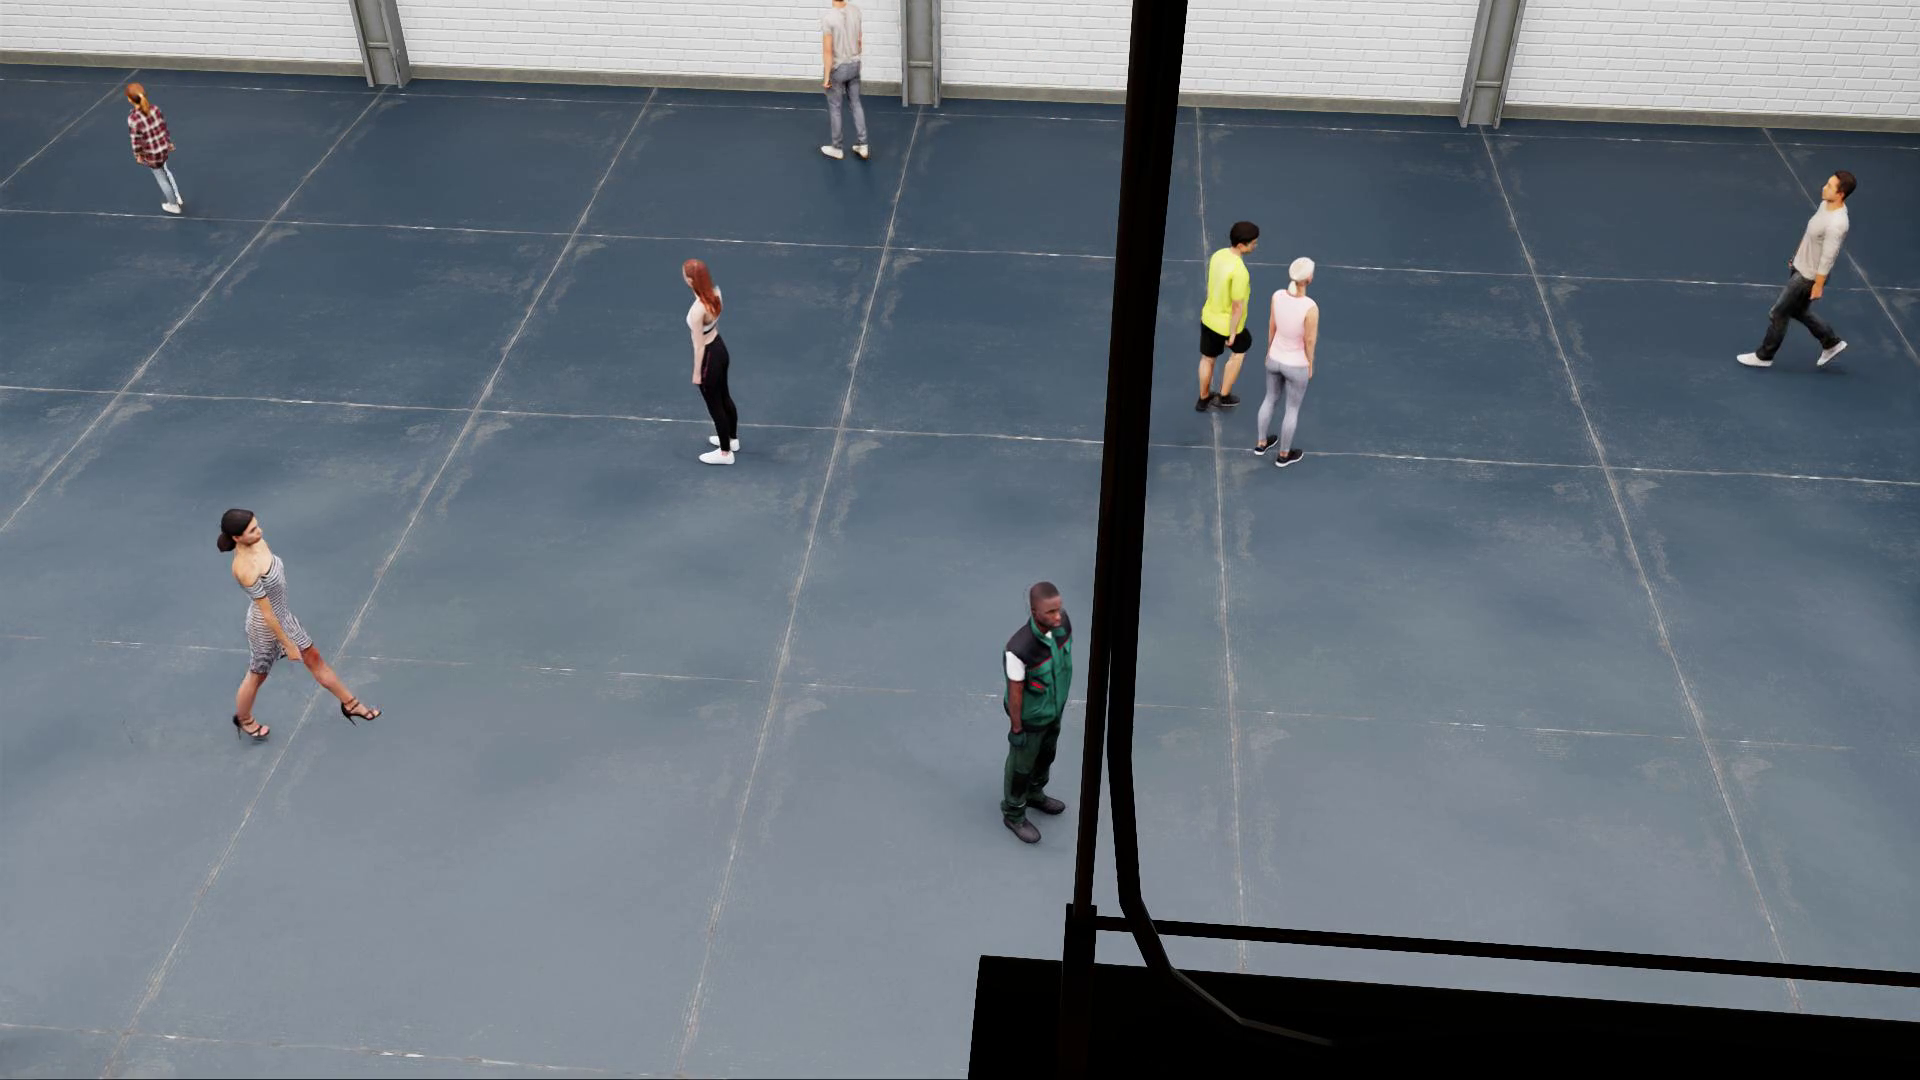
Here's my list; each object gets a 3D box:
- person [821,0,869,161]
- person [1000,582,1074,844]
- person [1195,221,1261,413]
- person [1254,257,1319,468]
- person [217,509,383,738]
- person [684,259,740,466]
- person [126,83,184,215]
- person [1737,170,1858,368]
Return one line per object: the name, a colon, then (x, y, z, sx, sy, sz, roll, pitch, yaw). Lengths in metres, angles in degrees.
person: (-1.140, -4.709, 16.593, 0.834, 1.900, 0.895, -27, 46, -30)
person: (0.434, 0.955, 9.551, 0.772, 1.837, 0.776, 23, 44, 26)
person: (2.032, -1.704, 12.997, 0.810, 1.691, 0.749, -29, 47, -31)
person: (2.469, -1.334, 12.507, 0.624, 1.725, 0.694, 32, 48, 34)
person: (-4.273, 0.575, 10.084, 1.188, 1.765, 0.803, -5, 39, -6)
person: (-1.863, -1.344, 12.507, 0.565, 1.742, 0.615, 10, 40, 12)
person: (-7.618, -3.709, 15.820, 0.637, 1.301, 0.619, 19, 42, 22)
person: (6.986, -2.151, 13.481, 1.093, 1.787, 0.813, 11, 40, 14)
